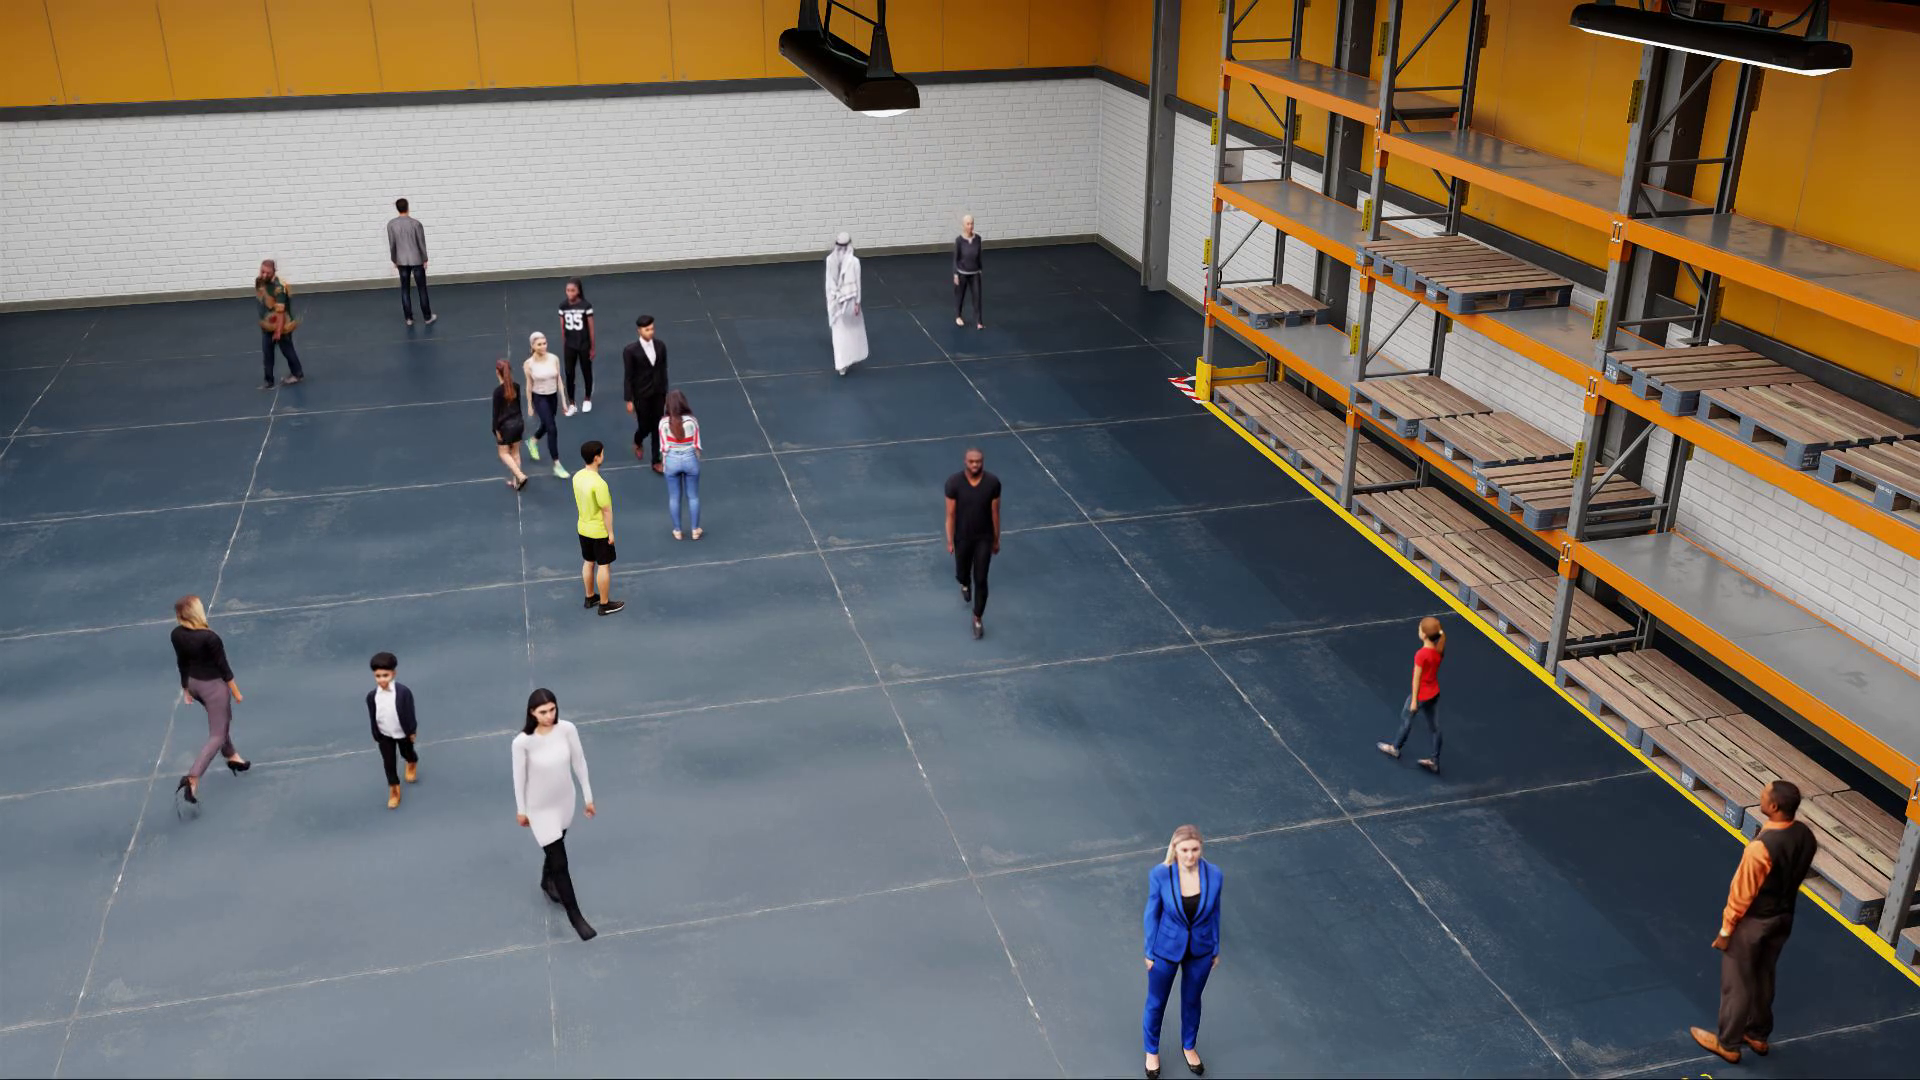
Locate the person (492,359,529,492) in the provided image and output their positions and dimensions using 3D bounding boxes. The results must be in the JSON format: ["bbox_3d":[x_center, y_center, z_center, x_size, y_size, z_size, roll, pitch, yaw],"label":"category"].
[{"bbox_3d":[-4.973,-1.250,18.529,0.840,1.540,0.737,20,31,39],"label":"person"}]

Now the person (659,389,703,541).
[{"bbox_3d":[-2.914,-0.790,17.391,0.617,1.610,0.565,-3,24,-6],"label":"person"}]

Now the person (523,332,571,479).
[{"bbox_3d":[-4.818,-1.583,19.143,1.236,1.659,1.020,20,31,39],"label":"person"}]

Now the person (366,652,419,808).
[{"bbox_3d":[-4.359,1.413,12.853,0.581,1.207,0.847,-3,24,-7],"label":"person"}]

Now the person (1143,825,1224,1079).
[{"bbox_3d":[1.314,2.431,9.909,0.647,1.701,0.588,-3,24,-6],"label":"person"}]

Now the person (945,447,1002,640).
[{"bbox_3d":[0.123,-0.037,15.430,0.829,1.800,1.085,-1,24,-2],"label":"person"}]

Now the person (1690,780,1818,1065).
[{"bbox_3d":[4.827,2.286,9.980,0.736,1.908,0.670,-11,26,-25],"label":"person"}]

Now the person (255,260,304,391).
[{"bbox_3d":[-8.981,-2.859,21.952,1.097,1.748,1.172,16,28,33],"label":"person"}]

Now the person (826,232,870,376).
[{"bbox_3d":[-1.596,-3.164,22.466,0.964,1.894,1.207,3,24,6],"label":"person"}]

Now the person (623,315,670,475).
[{"bbox_3d":[-3.625,-1.702,19.156,0.909,1.867,1.033,-17,29,-33],"label":"person"}]

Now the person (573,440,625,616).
[{"bbox_3d":[-3.464,-0.127,15.754,0.654,1.706,0.748,18,30,36],"label":"person"}]

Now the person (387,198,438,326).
[{"bbox_3d":[-8.180,-4.144,24.737,0.727,1.871,0.638,-2,24,-5],"label":"person"}]

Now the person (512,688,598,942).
[{"bbox_3d":[-2.792,1.786,11.317,0.921,1.753,1.227,-17,29,-33],"label":"person"}]

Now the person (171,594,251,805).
[{"bbox_3d":[-5.794,1.234,12.720,0.982,1.642,1.091,10,26,22],"label":"person"}]

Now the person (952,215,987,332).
[{"bbox_3d":[0.085,-3.948,24.524,0.678,1.682,1.082,-7,25,-16],"label":"person"}]

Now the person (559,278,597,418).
[{"bbox_3d":[-4.801,-2.471,21.103,0.764,1.716,0.887,1,24,3],"label":"person"}]

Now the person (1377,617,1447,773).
[{"bbox_3d":[3.725,1.248,13.127,0.658,1.289,0.827,-16,28,-33],"label":"person"}]
